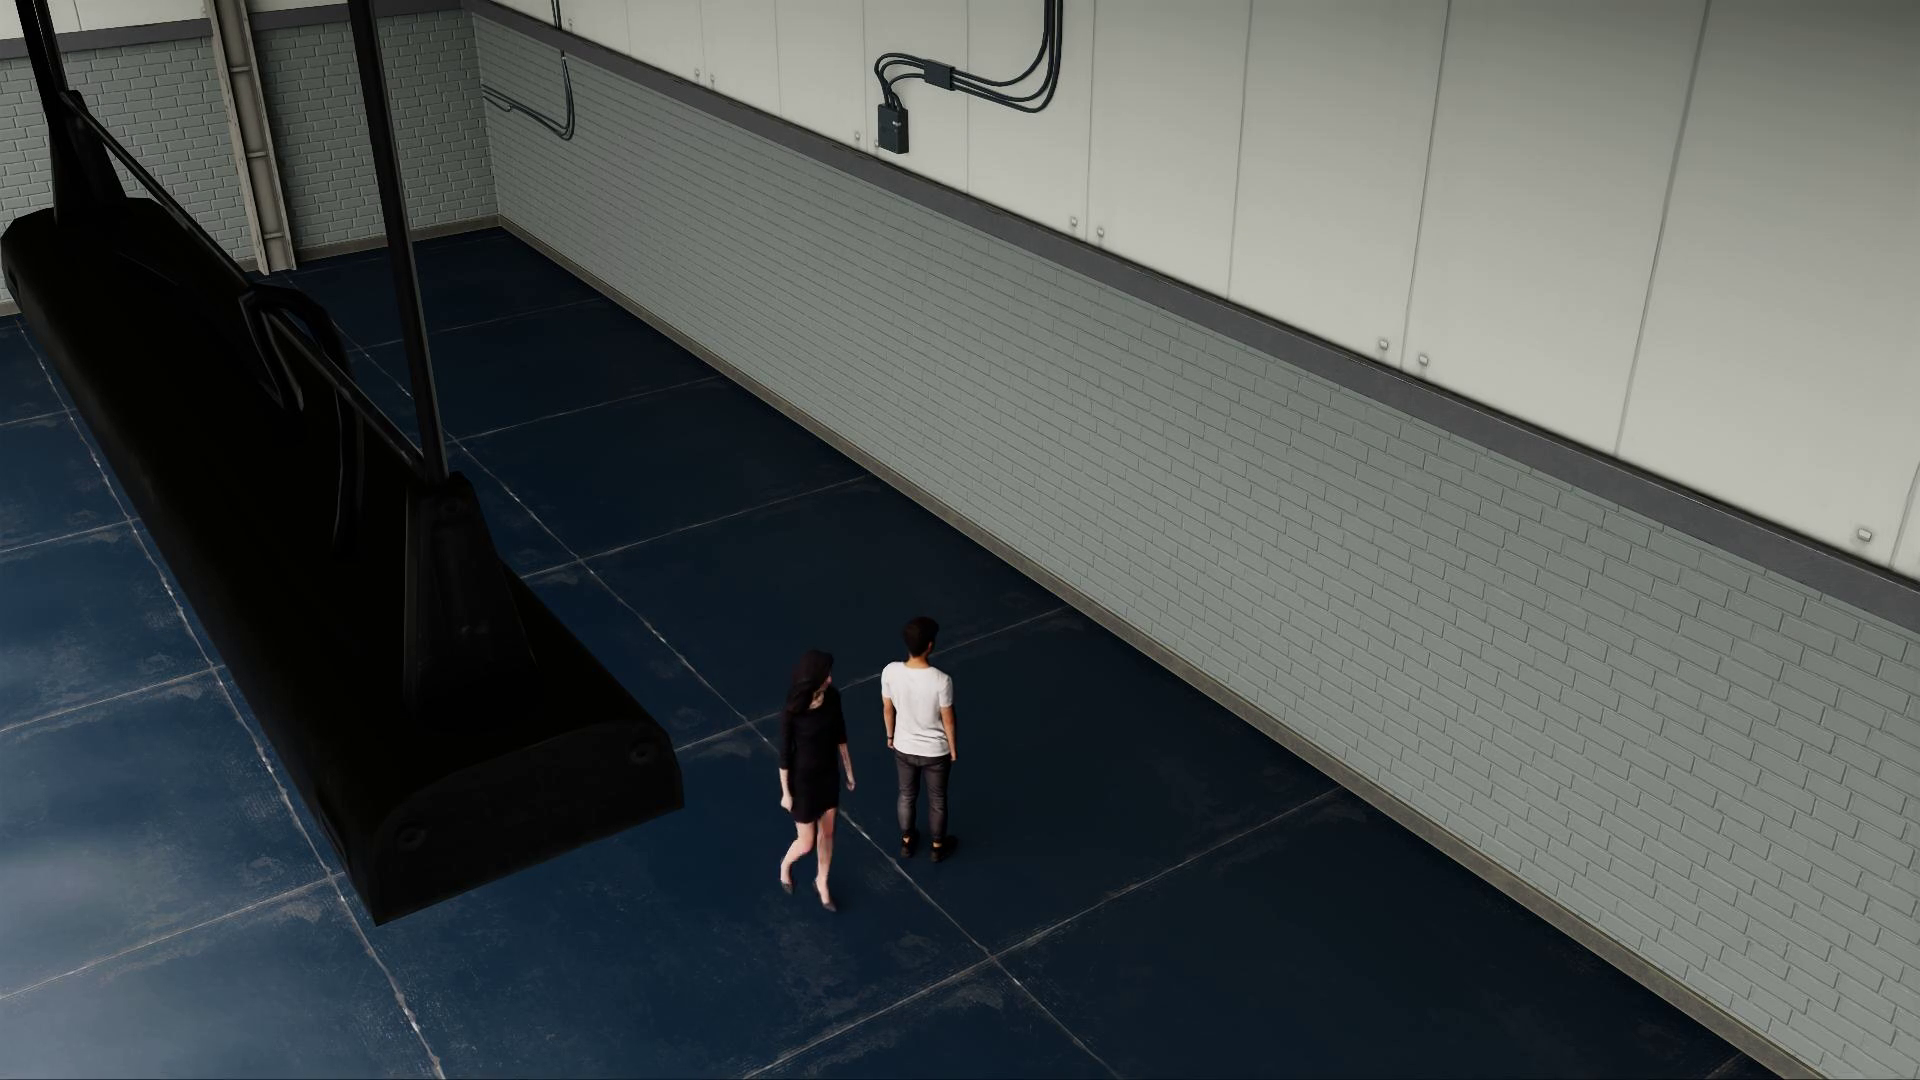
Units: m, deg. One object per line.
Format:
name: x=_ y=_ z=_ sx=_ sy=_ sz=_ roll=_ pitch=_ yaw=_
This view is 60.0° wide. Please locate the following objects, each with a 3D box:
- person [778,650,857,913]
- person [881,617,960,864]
person: x=-0.900 y=1.421 z=9.963 sx=0.596 sy=1.791 sz=0.705 roll=-17 pitch=33 yaw=-29
person: x=-0.244 y=1.249 z=10.364 sx=0.705 sy=1.717 sz=0.729 roll=9 pitch=29 yaw=17
